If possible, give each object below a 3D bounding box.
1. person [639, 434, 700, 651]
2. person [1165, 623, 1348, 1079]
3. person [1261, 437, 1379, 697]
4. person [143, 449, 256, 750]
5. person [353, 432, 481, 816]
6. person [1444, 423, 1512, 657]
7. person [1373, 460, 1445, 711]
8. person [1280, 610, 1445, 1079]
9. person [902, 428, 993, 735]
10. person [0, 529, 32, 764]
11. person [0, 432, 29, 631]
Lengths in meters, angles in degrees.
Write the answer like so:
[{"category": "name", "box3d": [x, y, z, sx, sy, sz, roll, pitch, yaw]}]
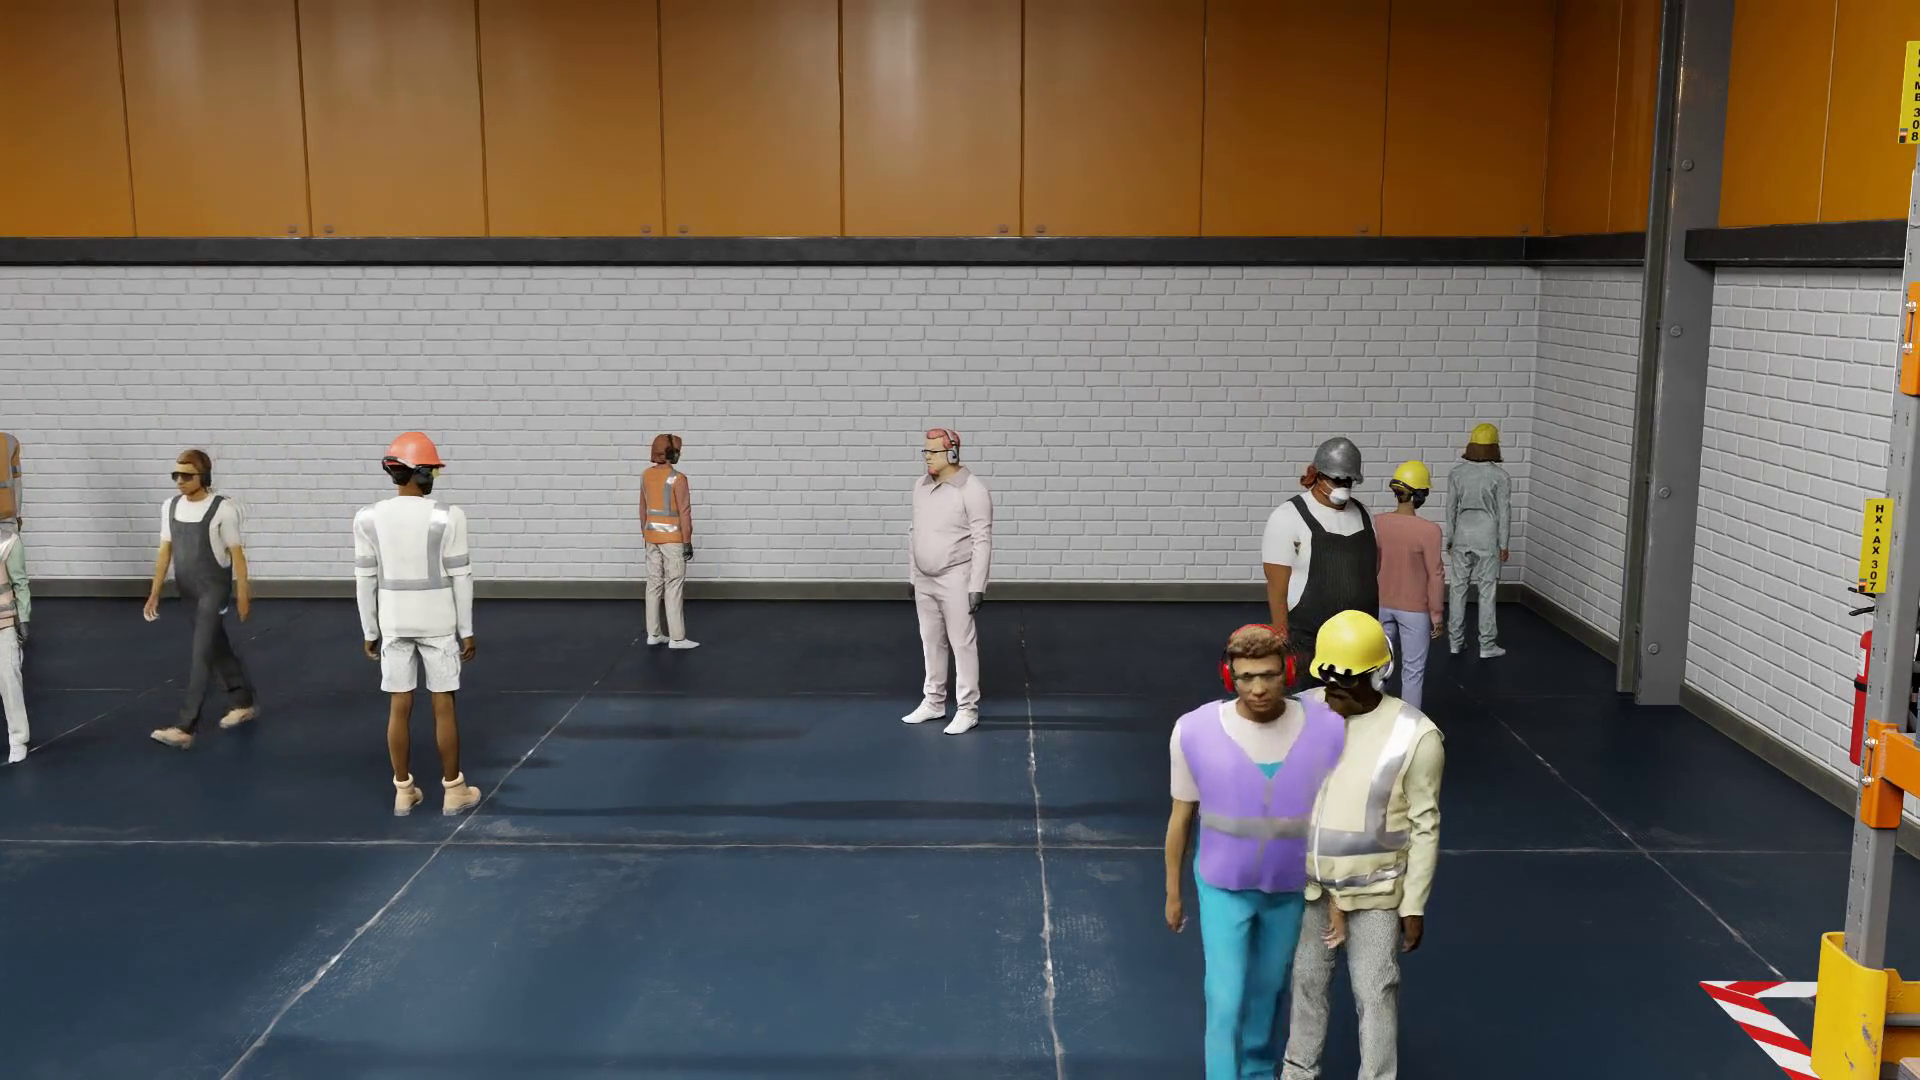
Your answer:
[{"category": "person", "box3d": [-2.217, 0.016, 12.586, 0.521, 1.636, 0.311, 8, 12, 39]}, {"category": "person", "box3d": [0.957, 1.130, 5.461, 0.584, 1.806, 0.672, -1, 10, -5]}, {"category": "person", "box3d": [1.947, 0.458, 8.732, 0.676, 2.000, 0.536, -5, 11, -26]}, {"category": "person", "box3d": [-4.666, 0.344, 10.157, 0.517, 1.792, 0.976, 3, 10, 20]}, {"category": "person", "box3d": [-2.857, 0.448, 8.795, 0.608, 2.039, 0.395, 1, 9, 4]}, {"category": "person", "box3d": [3.848, 0.000, 12.364, 0.522, 1.739, 0.314, 8, 12, 38]}, {"category": "person", "box3d": [2.633, 0.408, 9.853, 0.318, 1.767, 0.534, -8, 13, -41]}, {"category": "person", "box3d": [1.257, 1.115, 5.447, 0.589, 1.822, 0.403, 8, 12, 39]}, {"category": "person", "box3d": [-0.106, 0.253, 10.363, 0.403, 1.906, 0.651, -9, 13, -44]}, {"category": "person", "box3d": [-5.681, 0.502, 9.672, 0.521, 1.636, 0.311, -2, 10, -11]}, {"category": "person", "box3d": [-7.615, -0.208, 13.025, 0.361, 1.939, 0.542, 4, 10, 25]}]
